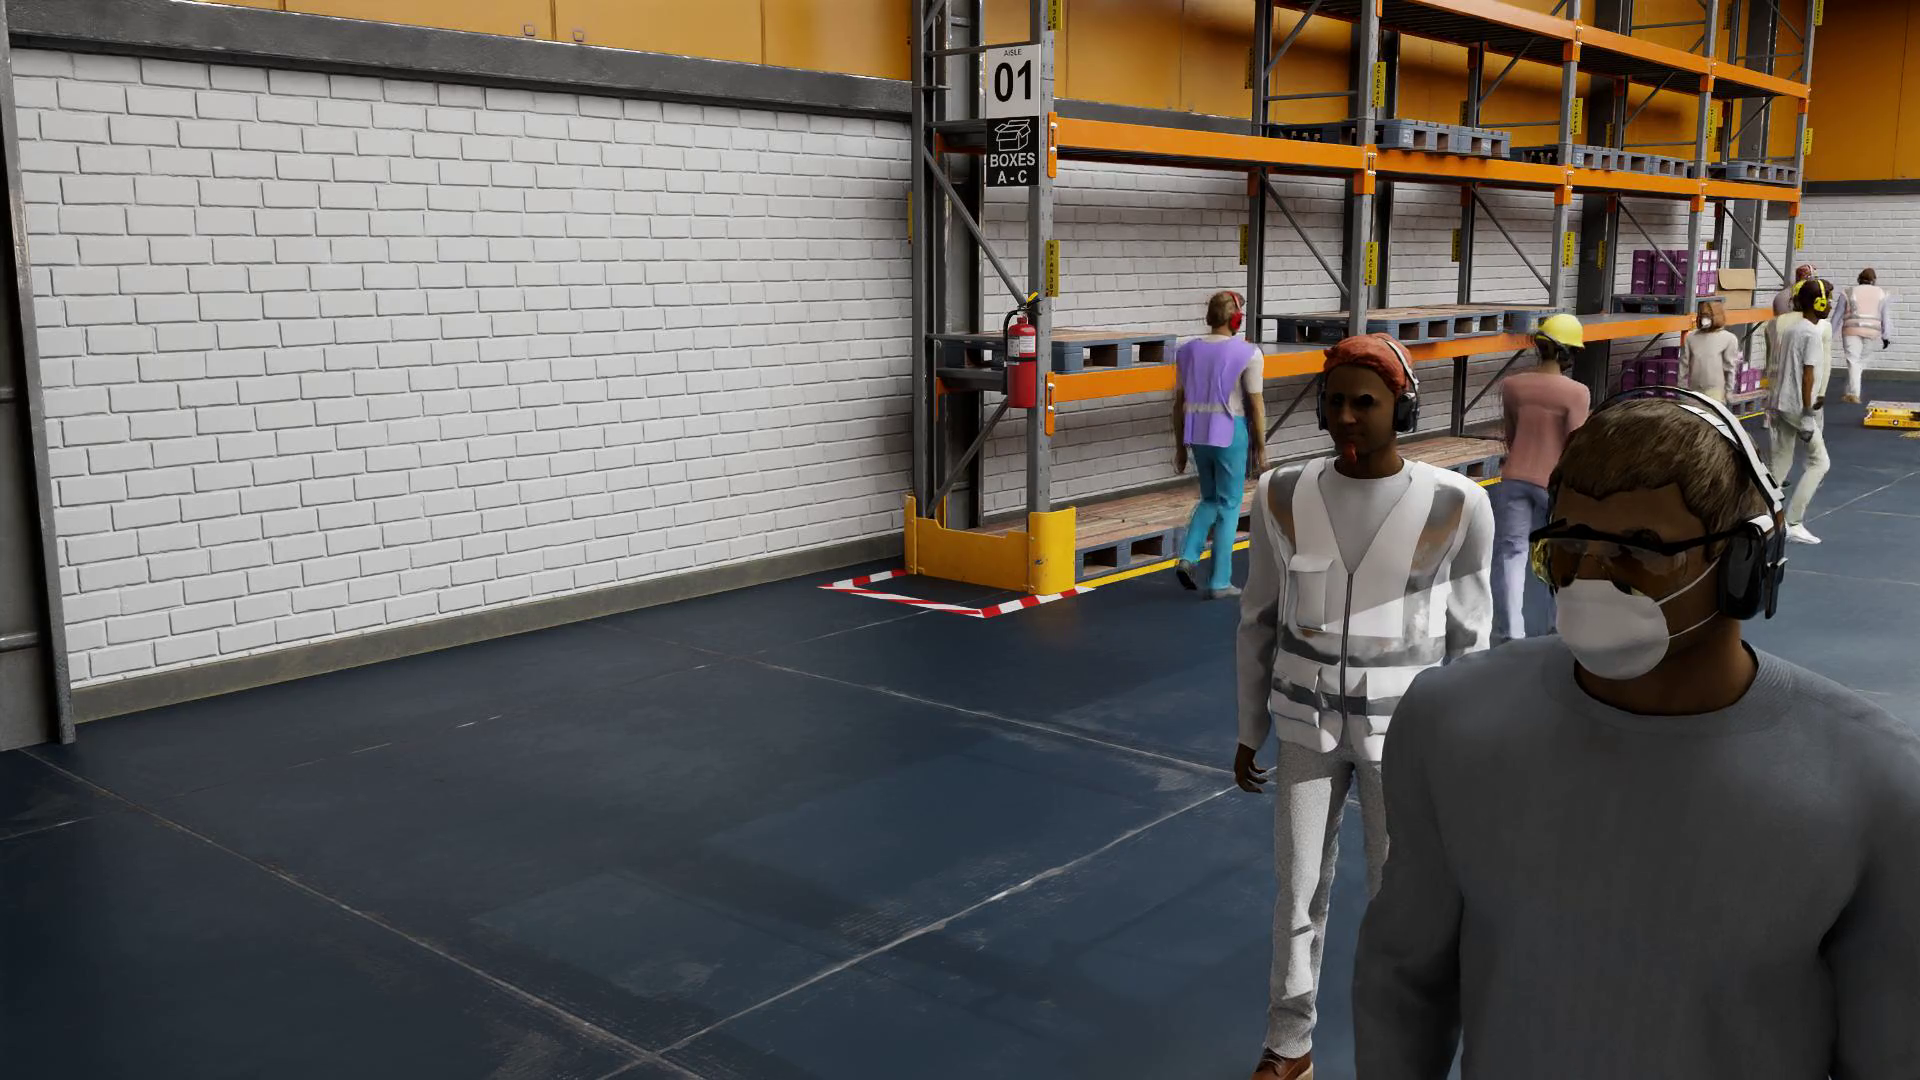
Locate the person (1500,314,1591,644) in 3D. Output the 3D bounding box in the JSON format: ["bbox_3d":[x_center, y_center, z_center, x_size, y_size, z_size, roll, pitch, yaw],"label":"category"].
[{"bbox_3d":[3.035,-0.290,8.594,0.670,1.733,0.517,-9,13,-42],"label":"person"}]

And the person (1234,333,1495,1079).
[{"bbox_3d":[0.922,0.463,3.891,0.586,1.882,0.343,5,11,27],"label":"person"}]

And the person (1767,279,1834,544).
[{"bbox_3d":[5.888,-0.886,11.635,0.559,1.856,0.585,1,10,4],"label":"person"}]

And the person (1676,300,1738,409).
[{"bbox_3d":[6.716,-1.344,14.907,0.587,1.615,0.520,-8,13,-38],"label":"person"}]

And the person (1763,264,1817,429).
[{"bbox_3d":[9.524,-2.177,18.923,0.399,1.894,0.655,-4,11,-20],"label":"person"}]

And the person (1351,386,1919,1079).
[{"bbox_3d":[0.711,0.800,1.815,0.636,1.938,0.354,9,13,40],"label":"person"}]

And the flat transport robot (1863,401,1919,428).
[{"bbox_3d":[11.063,-1.490,19.601,0.652,0.197,1.431,6,12,30],"label":"flat transport robot"}]

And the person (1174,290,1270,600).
[{"bbox_3d":[1.538,-0.549,9.824,0.443,1.830,0.578,-10,14,-44],"label":"person"}]

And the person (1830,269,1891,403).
[{"bbox_3d":[12.113,-2.753,22.470,0.713,1.785,0.876,2,10,12],"label":"person"}]

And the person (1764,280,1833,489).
[{"bbox_3d":[7.243,-1.327,14.335,0.666,1.797,0.584,-9,13,-41],"label":"person"}]
